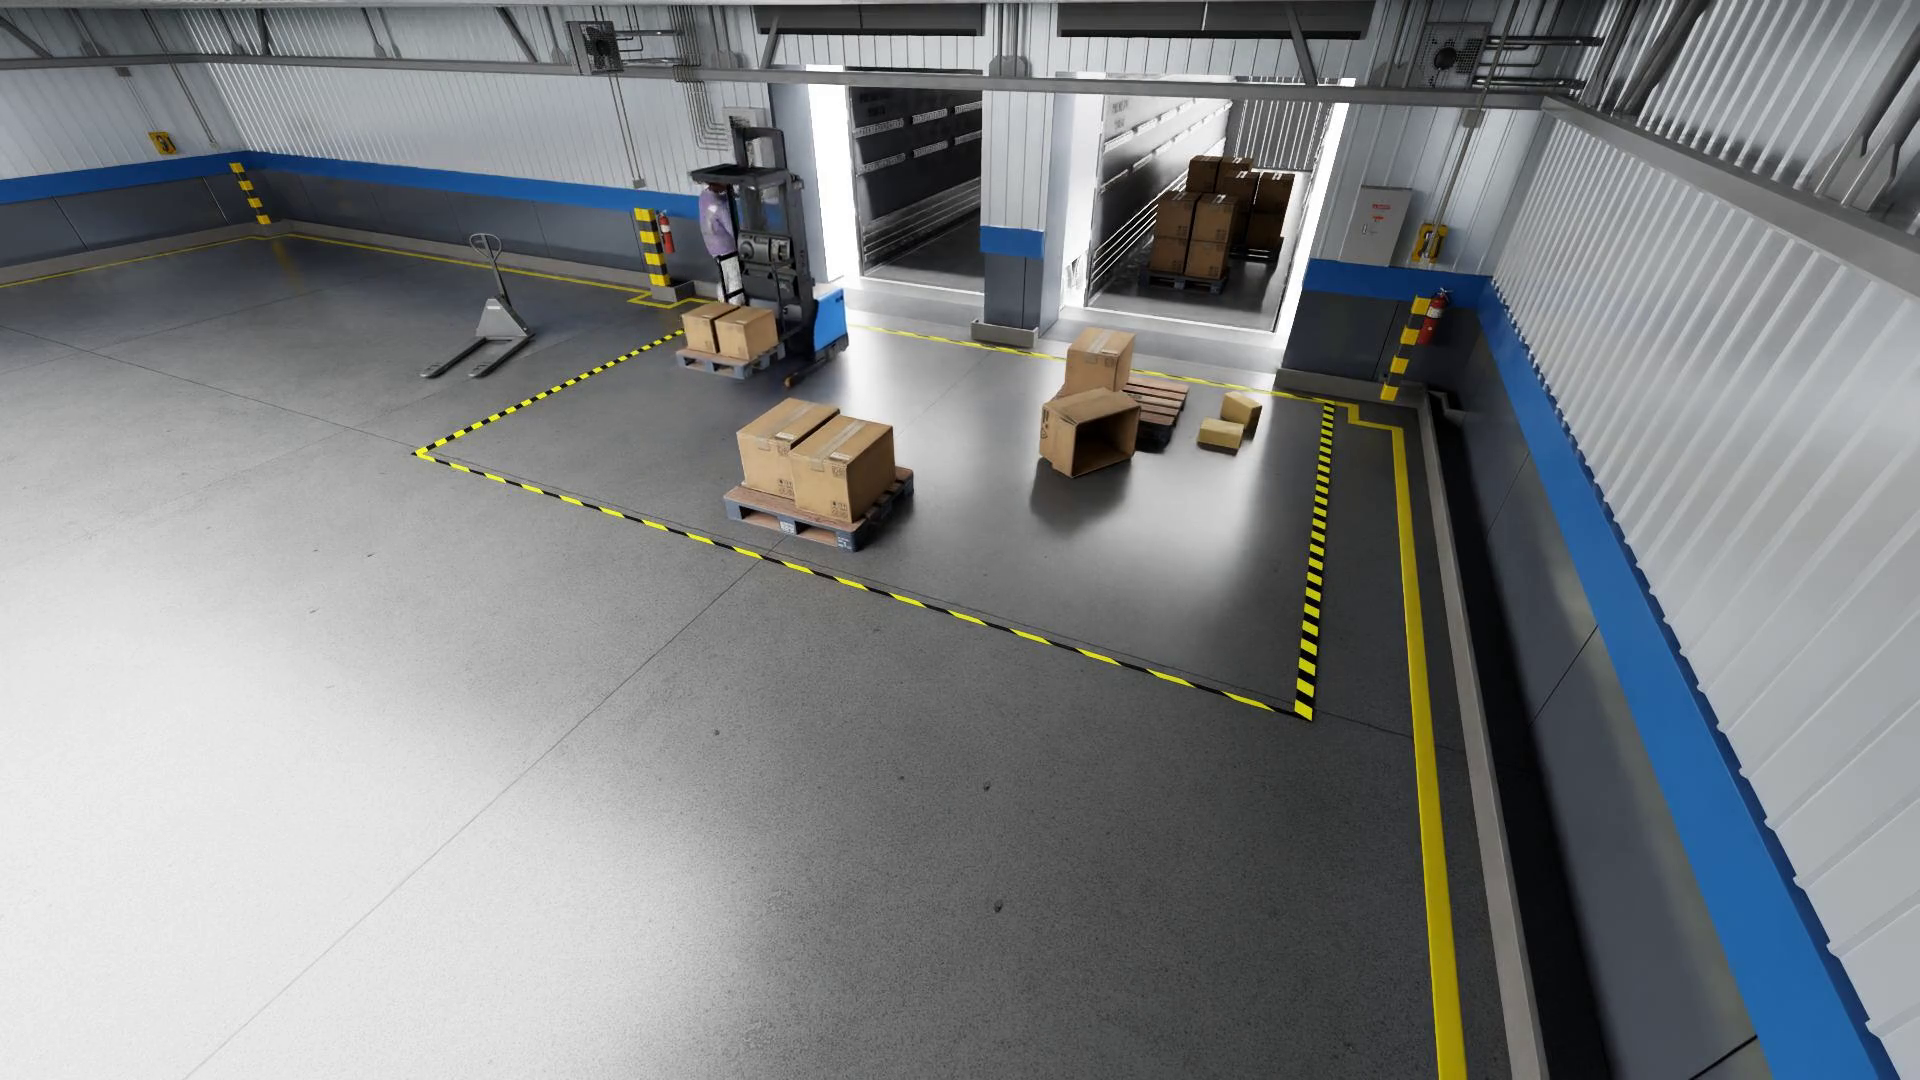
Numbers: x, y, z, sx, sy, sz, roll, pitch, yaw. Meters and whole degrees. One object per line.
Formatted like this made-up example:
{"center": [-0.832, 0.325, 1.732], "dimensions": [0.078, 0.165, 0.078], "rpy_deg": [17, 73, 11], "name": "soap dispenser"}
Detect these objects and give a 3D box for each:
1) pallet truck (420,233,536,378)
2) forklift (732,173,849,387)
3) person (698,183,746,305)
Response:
{"center": [-5.664, -2.712, 8.427], "dimensions": [0.680, 1.201, 1.601], "rpy_deg": [0, 35, -1], "name": "pallet truck"}
{"center": [-1.834, -2.997, 8.137], "dimensions": [0.716, 2.013, 0.776], "rpy_deg": [15, 38, 20], "name": "forklift"}
{"center": [-2.890, -3.759, 9.345], "dimensions": [0.762, 1.882, 0.789], "rpy_deg": [-25, 43, -31], "name": "person"}
